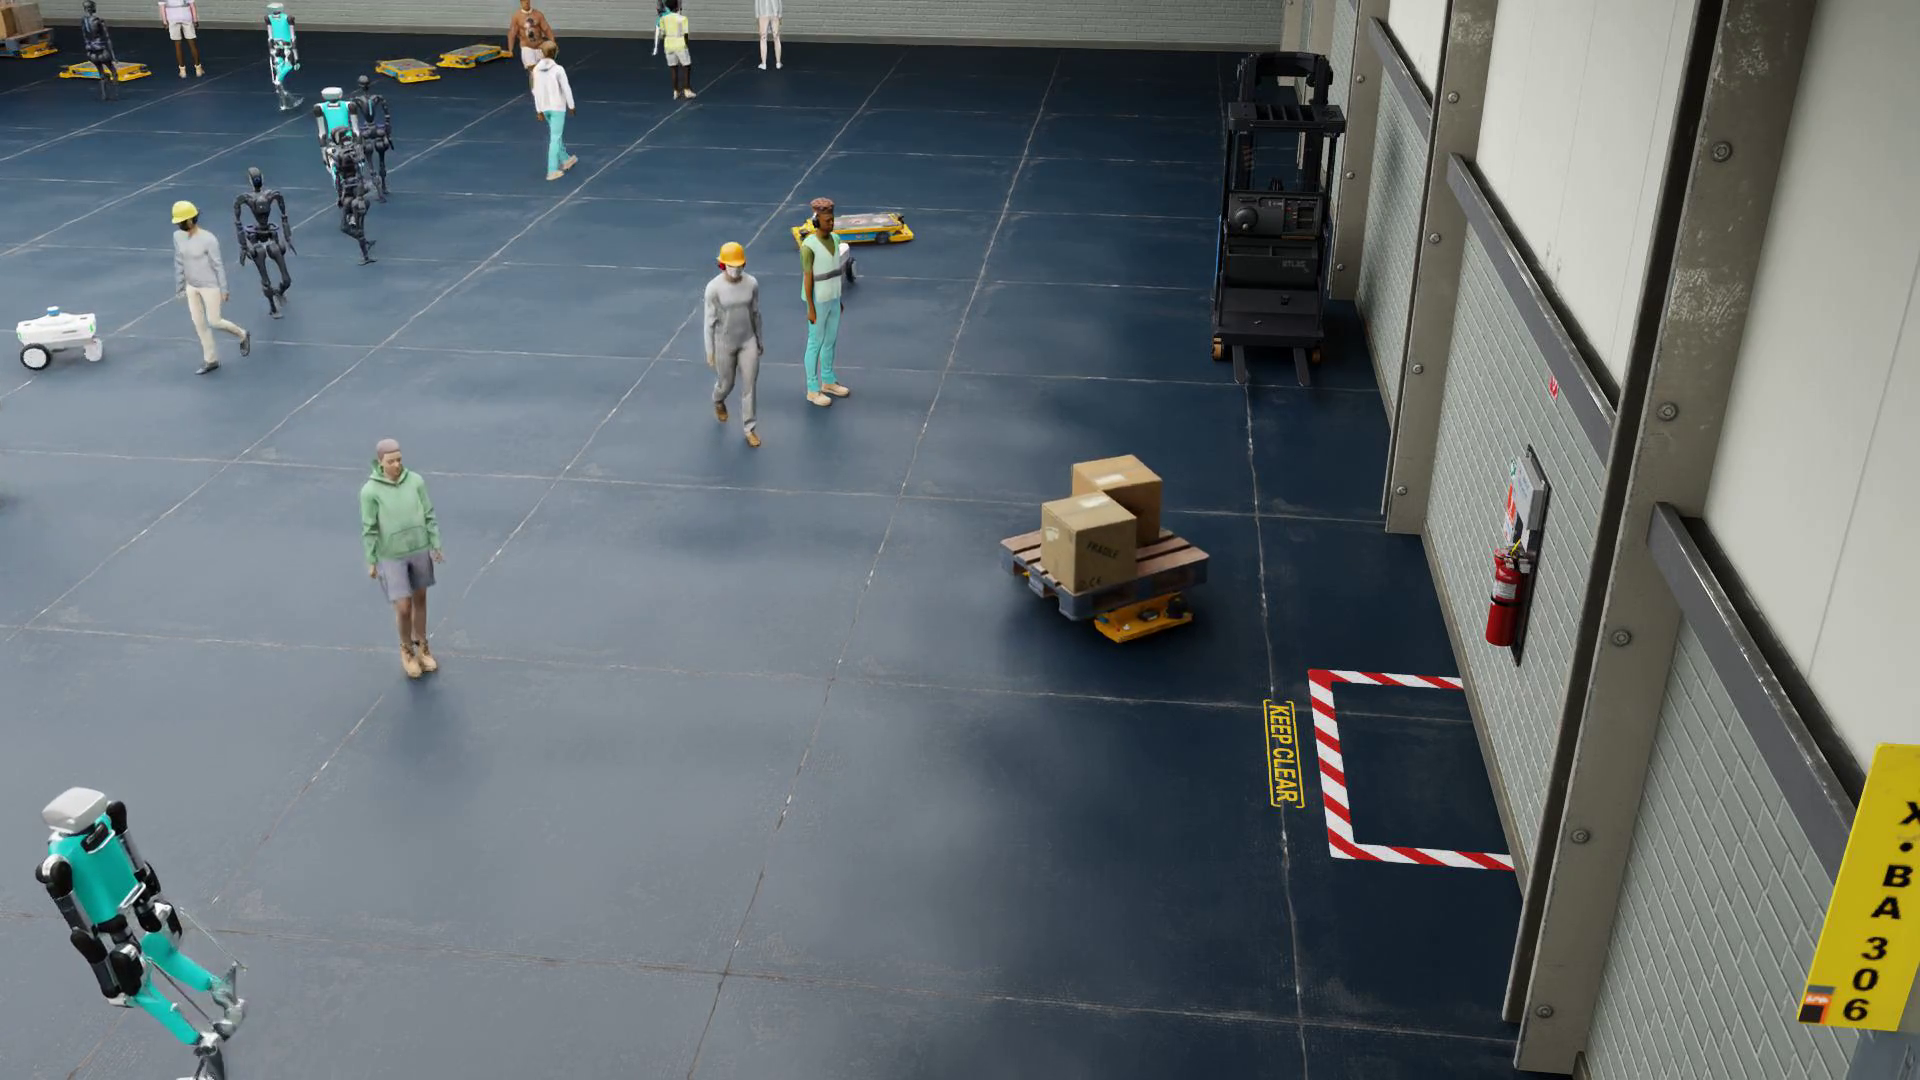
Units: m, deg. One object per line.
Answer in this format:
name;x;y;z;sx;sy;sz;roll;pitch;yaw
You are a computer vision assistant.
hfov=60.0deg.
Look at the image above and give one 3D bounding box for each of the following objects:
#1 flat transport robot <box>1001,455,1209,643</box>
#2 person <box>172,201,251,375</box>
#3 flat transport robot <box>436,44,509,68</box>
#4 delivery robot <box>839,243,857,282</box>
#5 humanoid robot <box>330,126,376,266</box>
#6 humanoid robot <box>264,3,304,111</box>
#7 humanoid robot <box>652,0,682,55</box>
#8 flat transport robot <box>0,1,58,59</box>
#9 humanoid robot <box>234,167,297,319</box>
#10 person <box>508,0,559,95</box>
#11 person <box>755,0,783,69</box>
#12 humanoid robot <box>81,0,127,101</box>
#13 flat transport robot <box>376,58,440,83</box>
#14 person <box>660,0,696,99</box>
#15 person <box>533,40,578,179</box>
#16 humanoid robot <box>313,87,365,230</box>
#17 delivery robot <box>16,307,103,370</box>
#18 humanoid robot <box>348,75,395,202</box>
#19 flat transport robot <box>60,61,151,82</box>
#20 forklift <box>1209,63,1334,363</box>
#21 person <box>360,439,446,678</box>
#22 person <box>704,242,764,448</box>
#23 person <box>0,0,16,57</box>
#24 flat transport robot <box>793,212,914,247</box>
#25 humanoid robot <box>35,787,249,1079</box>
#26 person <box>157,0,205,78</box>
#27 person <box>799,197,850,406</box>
flat transport robot;1.052;0.326;12.487;0.659;0.231;1.431;-15;30;-27
person;-7.513;-2.542;16.560;0.541;1.738;0.542;9;28;18
flat transport robot;-9.169;-9.105;31.314;0.659;0.231;1.431;9;28;17
delivery robot;-1.515;-3.182;19.170;0.499;0.592;0.791;6;27;12
humanoid robot;-7.195;-4.086;19.730;0.608;1.648;0.357;21;34;36
humanoid robot;-11.079;-7.809;27.083;0.555;1.741;1.001;7;27;13
humanoid robot;-5.673;-10.190;31.837;0.587;1.772;0.876;-19;32;-33
flat transport robot;-18.207;-9.415;31.935;1.431;0.231;0.659;4;27;8
humanoid robot;-7.553;-3.241;18.033;0.590;1.642;0.443;-19;32;-33
person;-7.233;-8.356;28.109;0.769;1.806;0.955;-13;29;-24
person;-3.507;-9.631;30.596;0.515;1.864;0.412;-8;28;-15
humanoid robot;-14.494;-8.239;28.016;0.589;1.656;0.337;8;28;16
flat transport robot;-10.001;-8.495;30.097;0.659;0.231;1.431;-19;32;-33
person;-4.831;-8.351;28.241;0.552;1.665;0.400;8;28;15
person;-5.693;-6.126;23.584;0.491;1.870;0.952;11;29;21
humanoid robot;-7.820;-4.754;21.024;0.532;1.769;0.987;-6;27;-11
delivery robot;-9.211;-2.066;16.964;0.811;0.613;0.499;-10;28;-20
humanoid robot;-7.969;-5.428;22.429;0.600;1.635;0.712;-17;31;-31
flat transport robot;-15.439;-8.461;30.030;1.431;0.231;0.659;8;28;15
forklift;3.241;-3.477;17.183;1.129;2.768;1.873;3;27;6
person;-3.723;0.136;11.225;0.506;1.727;0.471;-22;34;-36
person;-2.051;-1.803;14.961;0.567;1.871;0.733;-12;29;-23
person;-18.344;-10.179;31.650;0.682;1.882;0.583;-18;32;-31
flat transport robot;-1.350;-3.895;20.914;1.431;0.231;0.659;-6;27;-12
humanoid robot;-3.609;1.971;7.680;0.832;1.873;0.549;3;27;6
person;-14.002;-9.356;29.841;0.606;2.043;0.376;-11;29;-20
person;-1.304;-2.274;15.773;0.384;1.977;0.488;16;31;29
